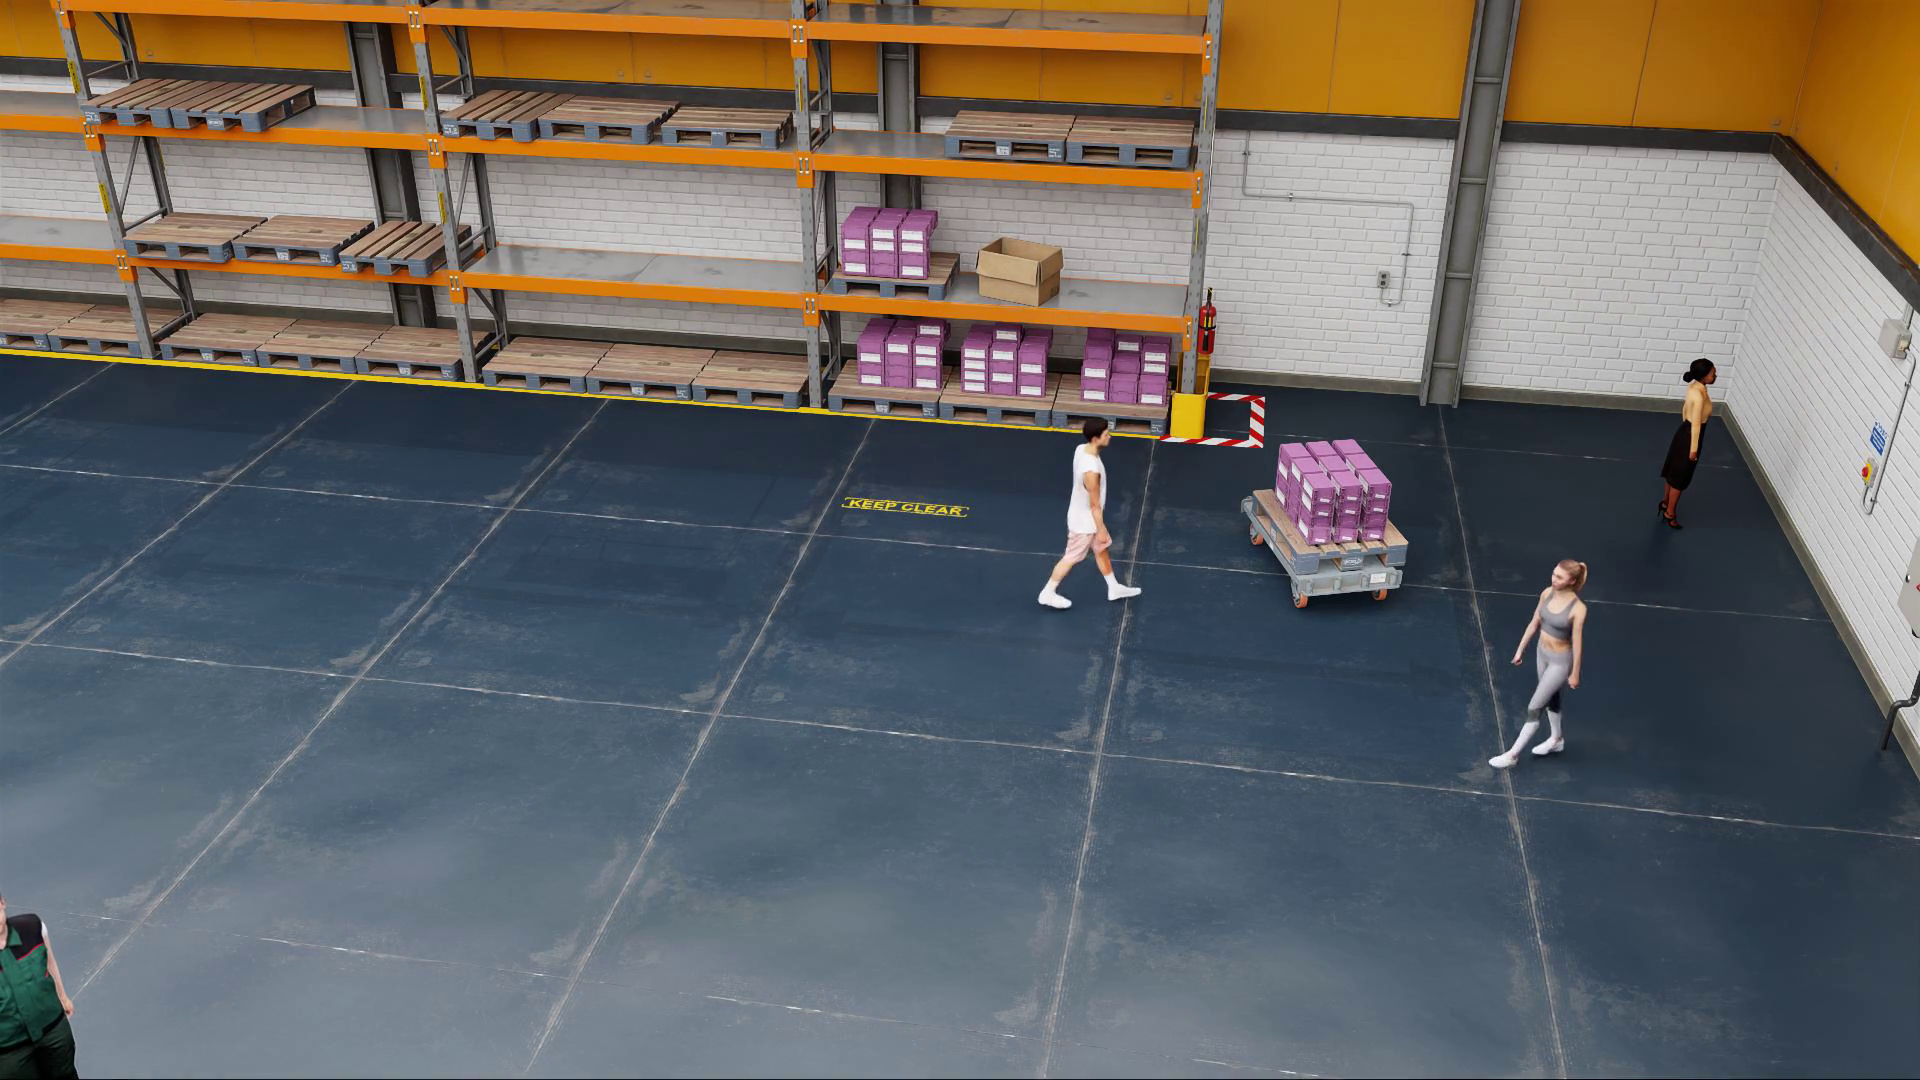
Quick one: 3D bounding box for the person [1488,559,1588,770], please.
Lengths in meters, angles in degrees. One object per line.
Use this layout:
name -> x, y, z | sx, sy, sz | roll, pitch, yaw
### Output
person -> 4.387, 0.885, 12.103 | 1.075, 1.675, 0.917 | -11, 30, -19

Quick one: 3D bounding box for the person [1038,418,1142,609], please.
person -> 0.976, -0.180, 13.989 | 1.186, 1.740, 0.818 | 0, 29, -1

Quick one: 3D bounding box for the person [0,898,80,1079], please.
person -> -4.975, 2.571, 8.839 | 0.748, 1.842, 0.738 | 22, 35, 34

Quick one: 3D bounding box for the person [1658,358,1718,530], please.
person -> 6.743, -0.904, 15.407 | 0.524, 1.653, 0.573 | 6, 29, 10
